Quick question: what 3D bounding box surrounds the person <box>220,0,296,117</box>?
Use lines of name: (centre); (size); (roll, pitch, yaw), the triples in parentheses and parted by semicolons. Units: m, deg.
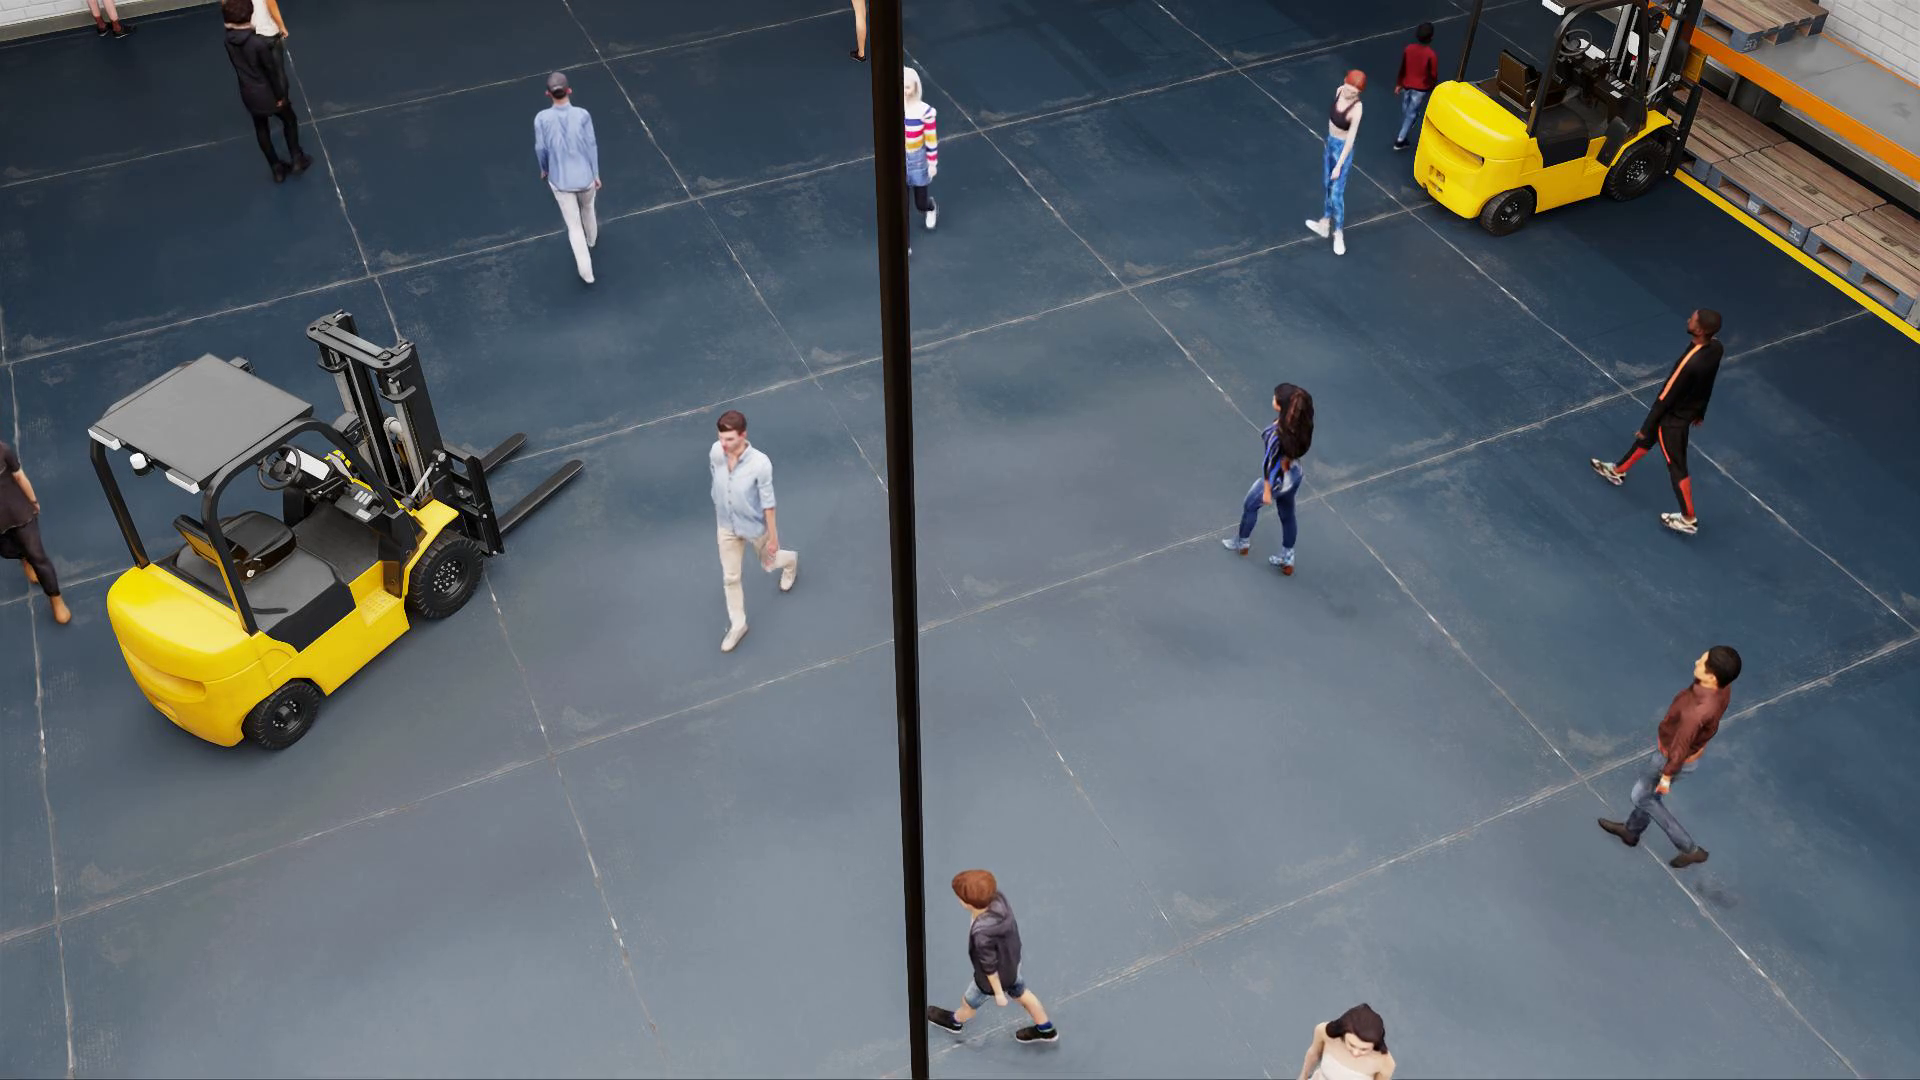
person: (-6.815, -4.881, 16.135); (0.773, 1.792, 0.834); (-5, 44, -5)

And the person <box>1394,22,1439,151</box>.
person: (4.343, -4.336, 15.961); (0.847, 1.233, 0.772); (32, 52, 29)

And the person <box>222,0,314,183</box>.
person: (-6.472, -4.099, 15.327); (0.770, 1.763, 0.822); (5, 44, 5)

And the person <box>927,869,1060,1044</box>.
person: (0.256, 2.300, 8.878); (1.019, 1.396, 0.981); (11, 45, 11)

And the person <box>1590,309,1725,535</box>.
person: (5.196, -0.818, 11.890); (0.890, 1.755, 1.280); (-30, 51, -28)

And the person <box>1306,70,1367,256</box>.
person: (3.309, -3.402, 14.605); (0.853, 1.761, 0.538); (1, 44, 1)

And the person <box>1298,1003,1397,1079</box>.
person: (1.912, 2.708, 8.220); (0.855, 1.712, 0.879); (23, 48, 22)

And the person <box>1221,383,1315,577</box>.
person: (2.279, -0.382, 11.546); (0.901, 1.597, 0.798); (33, 53, 30)

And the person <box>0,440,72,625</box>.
person: (-6.538, -0.227, 11.312); (0.656, 1.696, 1.049); (-21, 47, -20)

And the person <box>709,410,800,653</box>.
person: (-1.376, -0.153, 11.146); (1.156, 1.817, 1.173); (17, 46, 17)

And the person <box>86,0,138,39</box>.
person: (-9.198, -6.143, 17.503); (0.683, 1.721, 0.755); (17, 46, 17)

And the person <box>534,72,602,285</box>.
person: (-3.301, -3.045, 14.160); (0.787, 1.848, 1.183); (-11, 45, -11)

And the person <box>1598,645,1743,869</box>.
person: (4.243, 1.287, 9.672); (1.004, 1.766, 0.873); (30, 51, 28)
